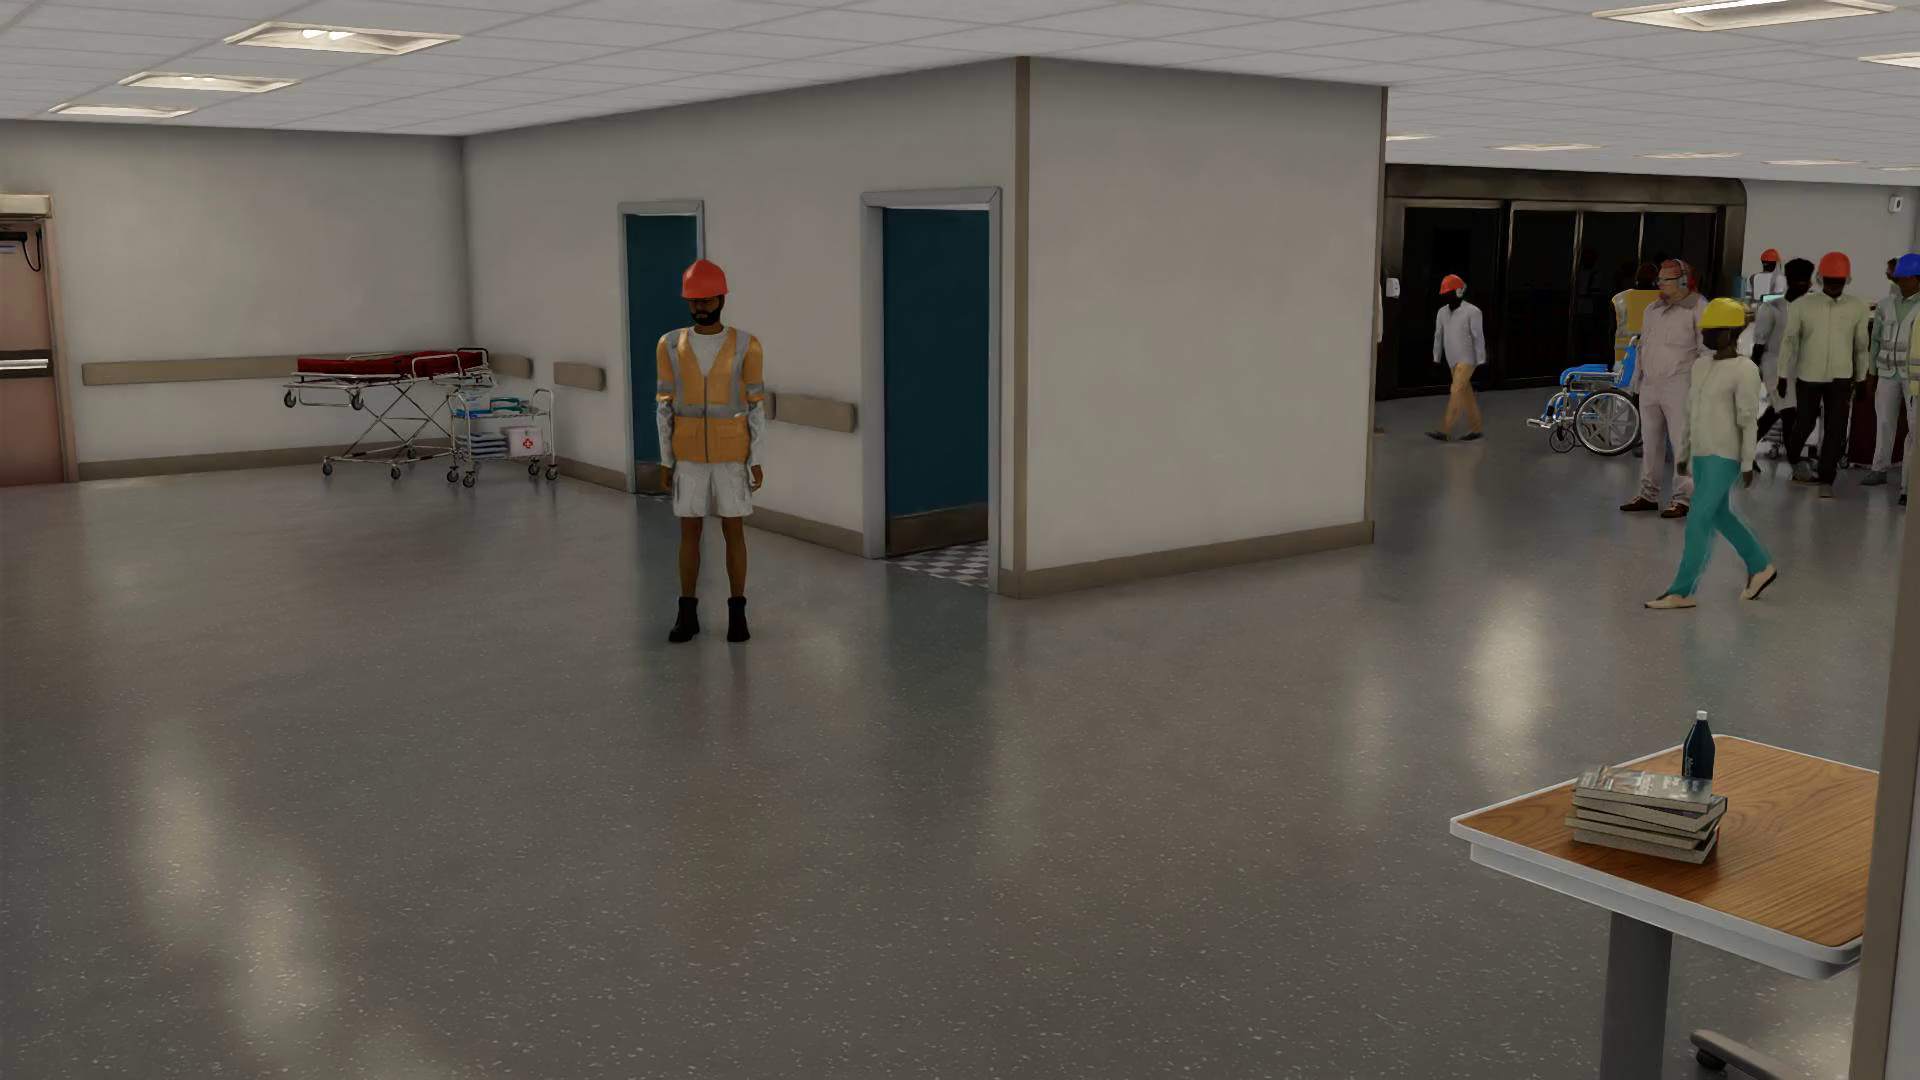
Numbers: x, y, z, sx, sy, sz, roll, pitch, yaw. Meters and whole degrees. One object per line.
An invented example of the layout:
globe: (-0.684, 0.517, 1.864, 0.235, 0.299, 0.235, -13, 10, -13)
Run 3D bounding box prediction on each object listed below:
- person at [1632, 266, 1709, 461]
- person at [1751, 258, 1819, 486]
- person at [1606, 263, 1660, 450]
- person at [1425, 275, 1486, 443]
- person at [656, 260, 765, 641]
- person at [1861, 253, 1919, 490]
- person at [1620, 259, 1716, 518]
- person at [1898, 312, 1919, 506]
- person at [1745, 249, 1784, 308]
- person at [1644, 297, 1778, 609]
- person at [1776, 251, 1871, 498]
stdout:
person: (6.540, -1.574, 15.150, 0.832, 1.803, 0.593, 3, 11, 18)
person: (7.051, -1.456, 14.249, 0.624, 1.910, 1.057, -3, 11, -18)
person: (6.514, -1.723, 15.929, 0.624, 1.839, 0.430, 5, 11, 26)
person: (5.037, -1.831, 16.891, 0.868, 1.699, 0.572, -4, 11, -22)
person: (-1.261, -0.437, 8.420, 0.548, 1.937, 0.379, 0, 10, 0)
person: (7.776, -1.379, 13.709, 0.425, 1.938, 0.602, -6, 12, -31)
person: (5.247, -1.120, 12.339, 0.403, 1.904, 0.651, -5, 11, -26)
person: (7.443, -1.137, 12.640, 0.403, 1.830, 0.599, -1, 10, -3)
person: (11.606, -3.215, 23.982, 0.361, 1.939, 0.543, -8, 13, -37)
person: (4.257, -0.481, 9.241, 0.840, 1.737, 0.531, -2, 10, -10)
person: (6.930, -1.339, 13.403, 0.669, 1.964, 0.700, 3, 10, 15)
